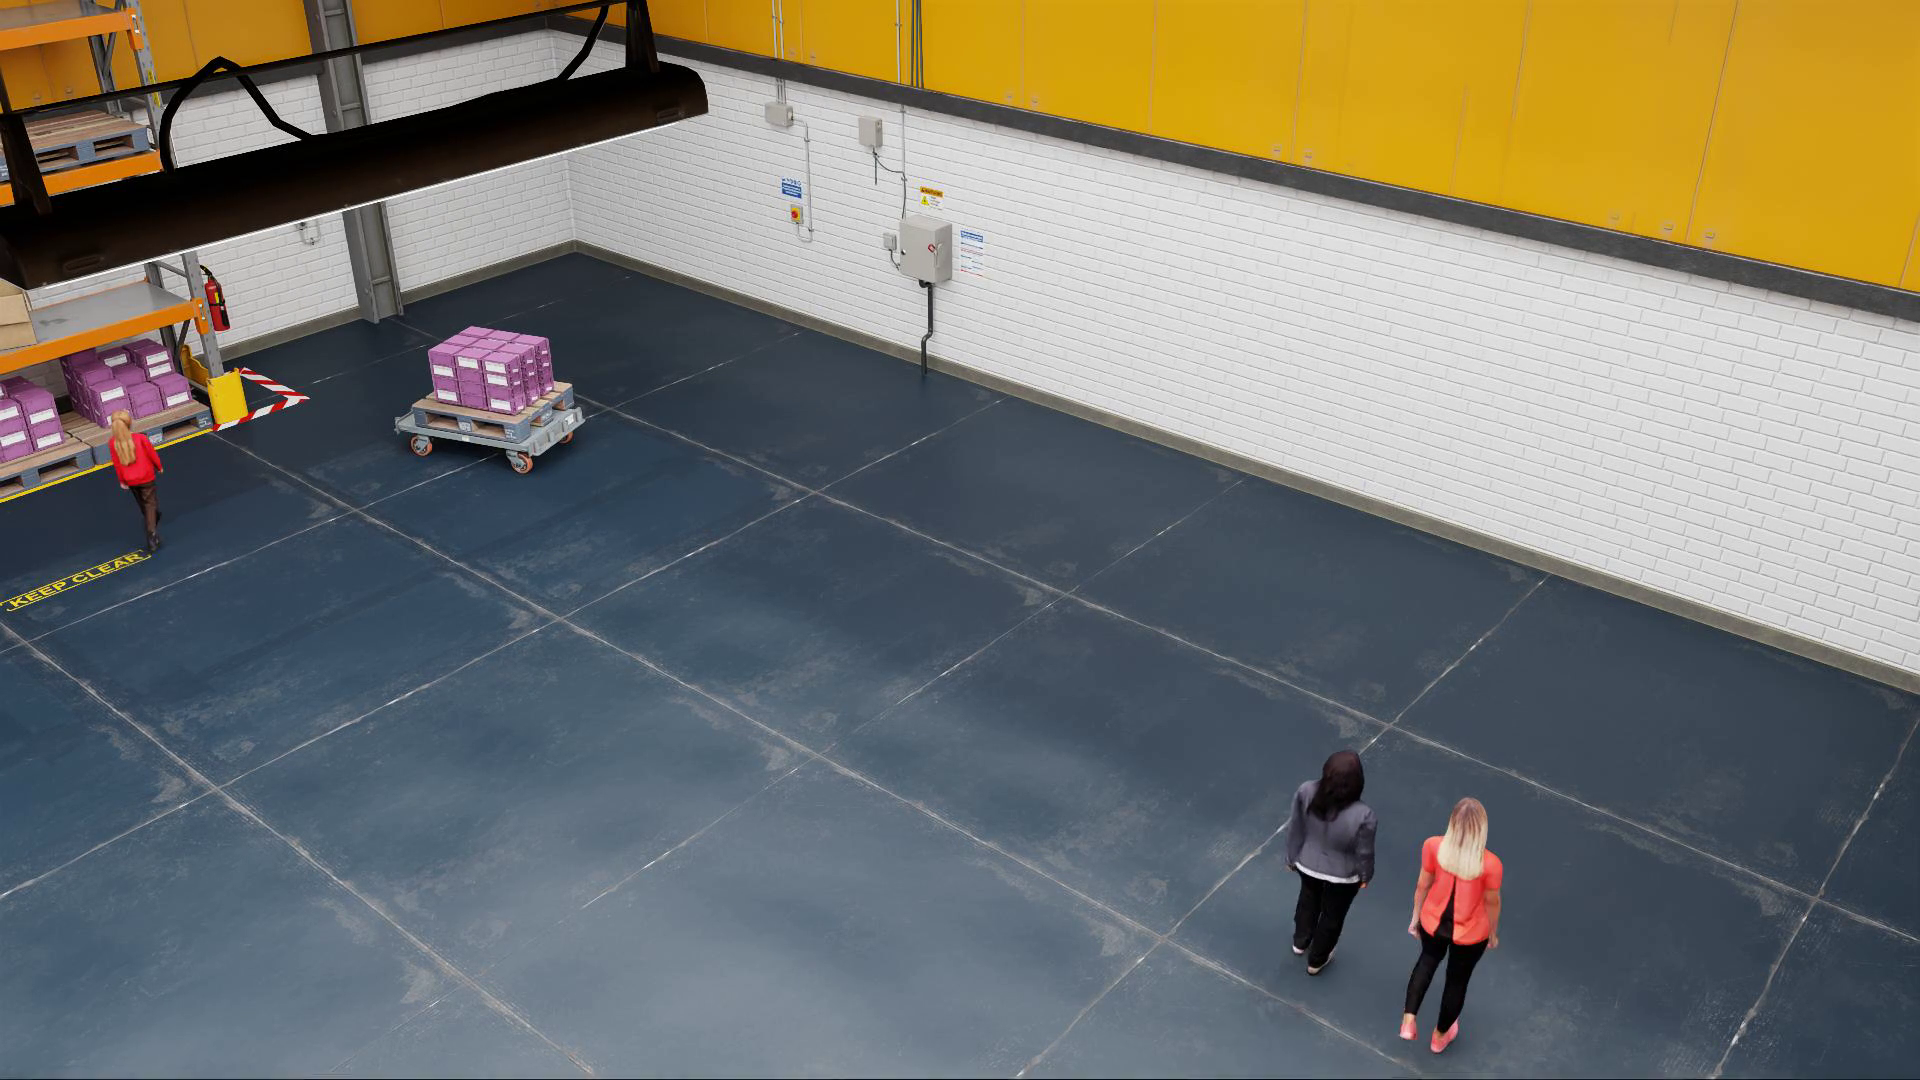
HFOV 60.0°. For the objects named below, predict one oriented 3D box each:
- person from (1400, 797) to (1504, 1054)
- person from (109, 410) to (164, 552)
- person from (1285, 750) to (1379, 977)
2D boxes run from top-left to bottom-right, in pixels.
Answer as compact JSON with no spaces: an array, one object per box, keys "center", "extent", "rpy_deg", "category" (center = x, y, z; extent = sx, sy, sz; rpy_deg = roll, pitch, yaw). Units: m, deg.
[{"center":[2.662,2.183,9.123],"extent":[0.625,1.680,0.723],"rpy_deg":[20,34,32],"category":"person"},{"center":[-7.158,-0.514,14.509],"extent":[0.832,1.257,0.891],"rpy_deg":[-3,29,-5],"category":"person"},{"center":[2.127,1.919,9.702],"extent":[0.689,1.589,0.666],"rpy_deg":[18,33,29],"category":"person"}]
